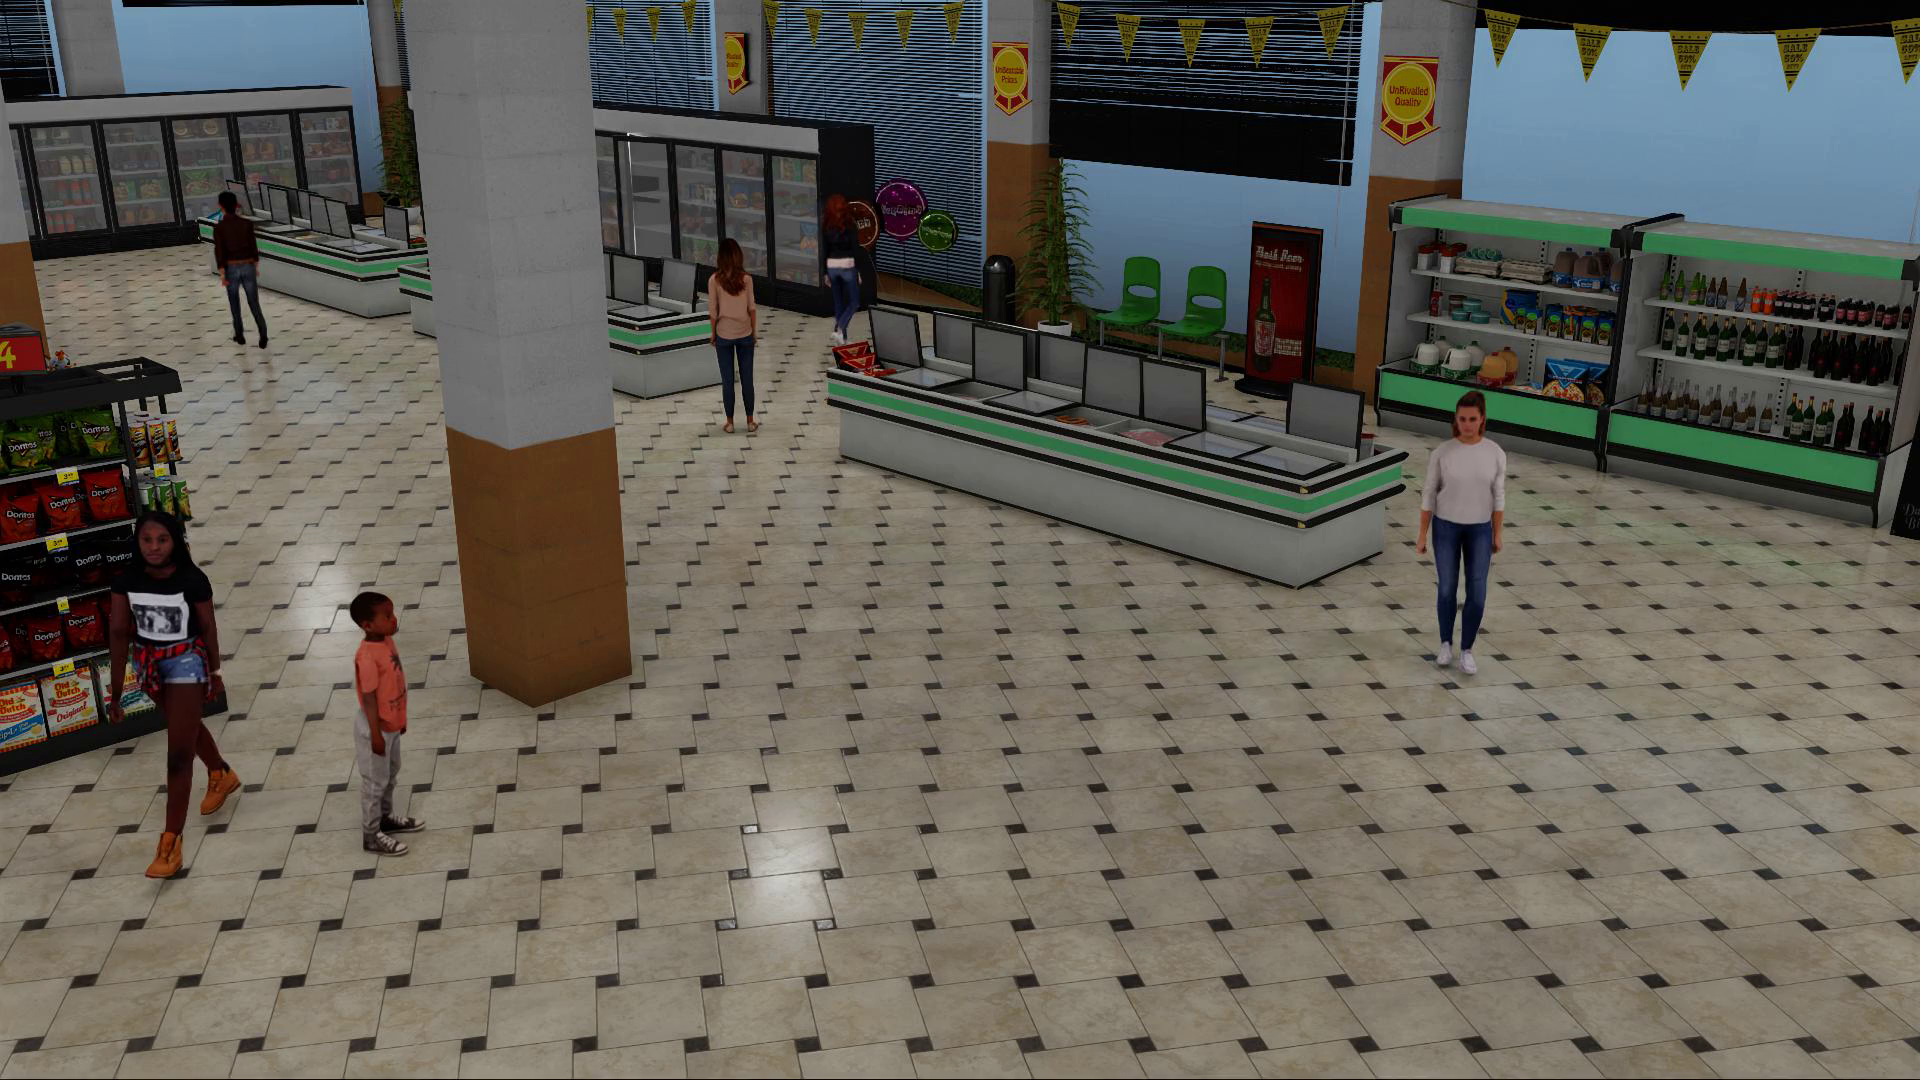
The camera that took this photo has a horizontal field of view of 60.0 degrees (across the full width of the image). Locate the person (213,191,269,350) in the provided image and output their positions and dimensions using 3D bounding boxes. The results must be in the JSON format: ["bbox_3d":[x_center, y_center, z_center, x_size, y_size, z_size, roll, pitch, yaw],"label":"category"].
[{"bbox_3d":[-8.047,-2.994,18.689,0.763,1.746,1.159,-13,23,-34],"label":"person"}]

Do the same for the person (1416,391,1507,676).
[{"bbox_3d":[3.032,-0.064,10.052,0.746,1.712,0.834,5,19,16],"label":"person"}]

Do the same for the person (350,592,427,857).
[{"bbox_3d":[-2.785,0.863,7.940,0.618,1.304,0.562,1,19,2],"label":"person"}]

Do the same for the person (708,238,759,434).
[{"bbox_3d":[-2.077,-1.875,15.303,0.673,1.789,0.699,-3,19,-9],"label":"person"}]

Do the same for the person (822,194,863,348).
[{"bbox_3d":[-1.326,-2.920,18.412,0.953,1.782,0.902,6,19,17],"label":"person"}]

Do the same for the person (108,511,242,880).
[{"bbox_3d":[-3.715,0.667,7.954,1.190,1.667,1.208,1,19,3],"label":"person"}]
